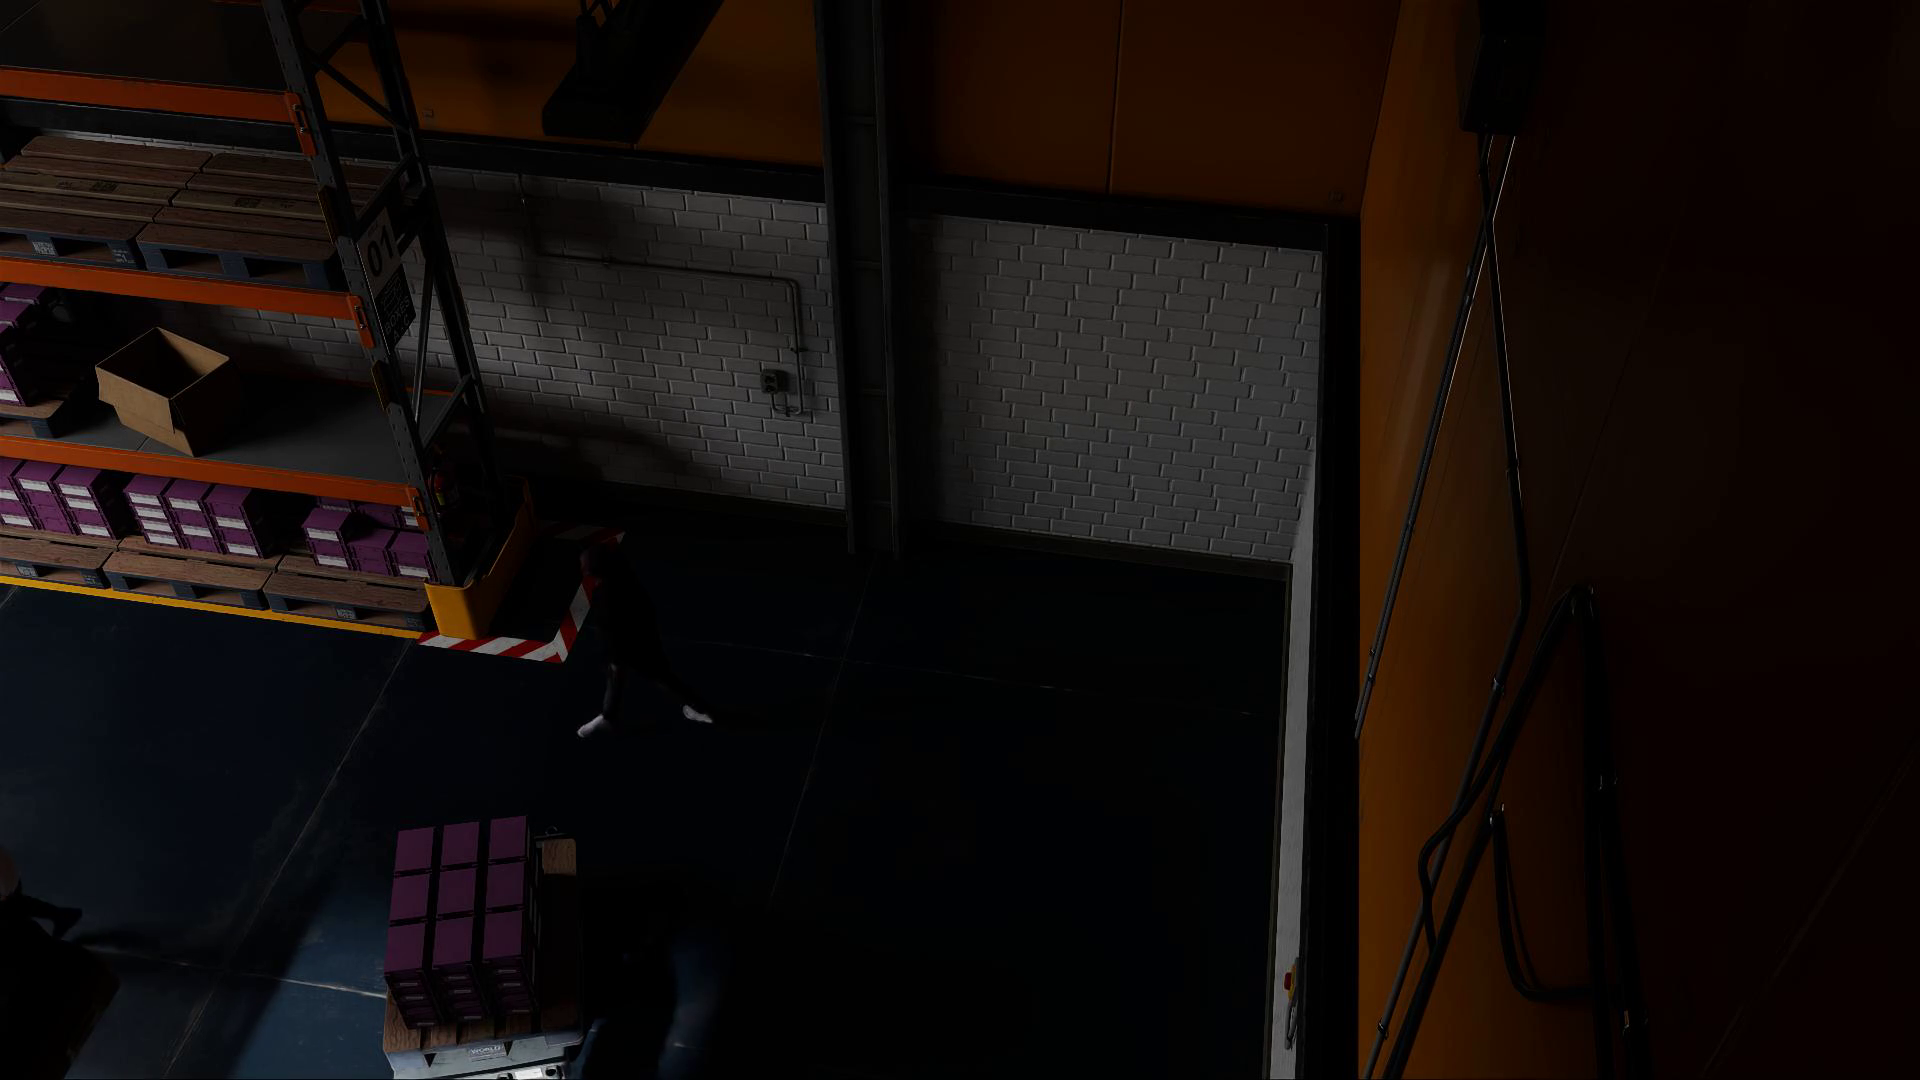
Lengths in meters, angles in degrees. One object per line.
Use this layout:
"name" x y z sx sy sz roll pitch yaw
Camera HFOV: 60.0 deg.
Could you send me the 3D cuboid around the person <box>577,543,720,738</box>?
"person" -1.949 0.621 10.398 1.244 1.700 0.943 -2 44 -2
